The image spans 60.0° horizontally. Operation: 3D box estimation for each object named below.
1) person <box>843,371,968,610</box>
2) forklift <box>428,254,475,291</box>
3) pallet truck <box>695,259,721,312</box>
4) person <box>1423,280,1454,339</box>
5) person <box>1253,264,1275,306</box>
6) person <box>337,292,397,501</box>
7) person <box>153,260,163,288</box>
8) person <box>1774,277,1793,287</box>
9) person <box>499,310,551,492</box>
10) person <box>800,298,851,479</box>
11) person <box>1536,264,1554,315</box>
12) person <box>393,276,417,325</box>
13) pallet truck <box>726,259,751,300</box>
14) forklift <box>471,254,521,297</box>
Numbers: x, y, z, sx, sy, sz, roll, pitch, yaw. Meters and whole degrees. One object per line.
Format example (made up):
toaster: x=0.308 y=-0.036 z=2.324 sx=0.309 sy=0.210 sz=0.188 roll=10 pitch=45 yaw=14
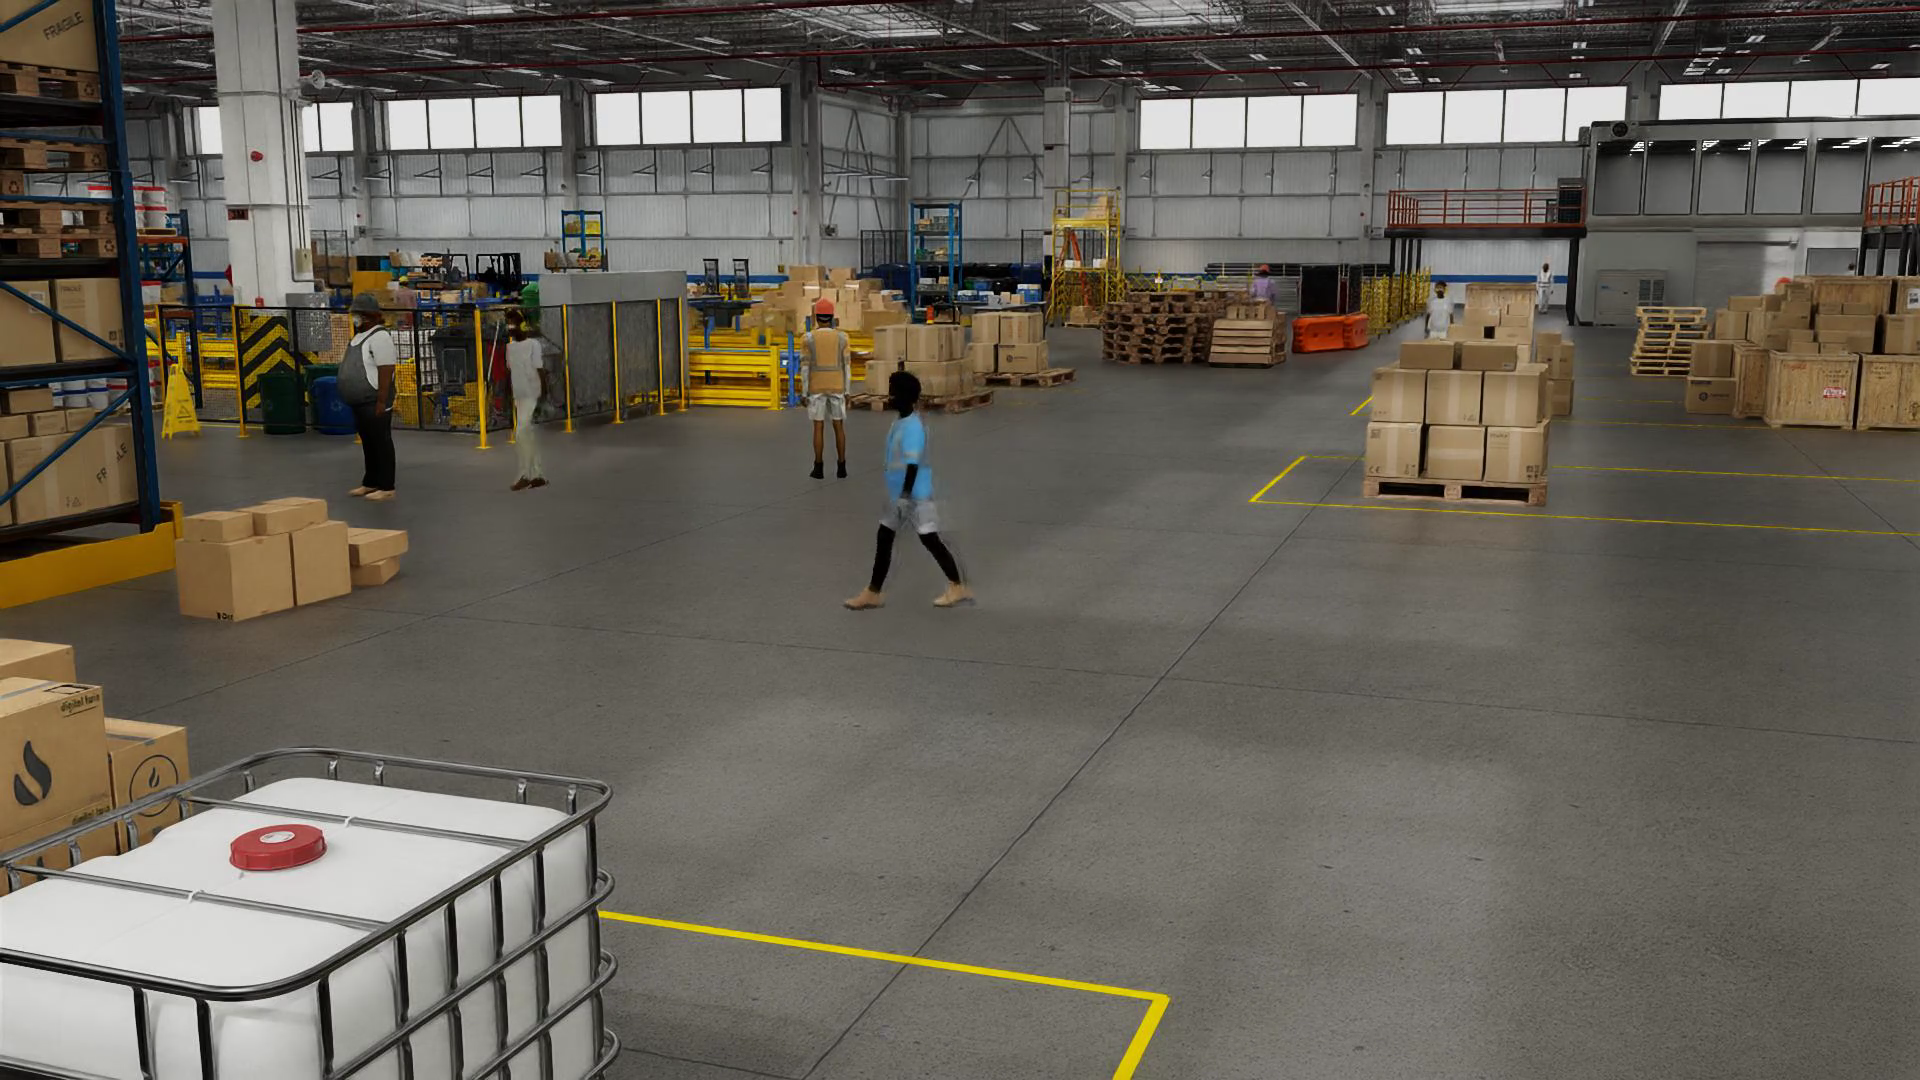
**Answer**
person: x=-0.337 y=-0.330 z=11.392 sx=0.862 sy=1.654 sz=0.543 roll=-3 pitch=11 yaw=-17
forklift: x=-20.133 y=-10.254 z=65.465 sx=1.157 sy=1.987 sz=2.680 roll=3 pitch=11 yaw=19
pallet truck: x=-9.165 y=-9.627 z=62.776 sx=0.823 sy=1.965 sz=1.885 roll=4 pitch=11 yaw=23
person: x=8.723 y=-3.797 z=30.305 sx=0.534 sy=1.868 sz=0.310 roll=4 pitch=11 yaw=19
person: x=7.710 y=-6.013 z=42.353 sx=0.626 sy=2.025 sz=0.632 roll=8 pitch=13 yaw=40
person: x=-5.834 y=-1.405 z=16.349 sx=0.537 sy=2.000 sz=0.682 roll=-8 pitch=13 yaw=-39
person: x=-33.895 y=-10.905 z=70.401 sx=0.373 sy=1.843 sz=0.572 roll=0 pitch=10 yaw=0
person: x=13.176 y=-3.213 z=26.656 sx=0.612 sy=1.997 sz=0.375 roll=-10 pitch=14 yaw=-44
person: x=-4.497 y=-1.406 z=16.898 sx=0.574 sy=1.843 sz=0.696 roll=8 pitch=13 yaw=37
person: x=-1.445 y=-1.623 z=17.864 sx=0.544 sy=1.939 sz=0.372 roll=-2 pitch=10 yaw=-12
person: x=20.922 y=-8.959 z=59.476 sx=0.589 sy=1.847 sz=0.950 roll=4 pitch=11 yaw=21
person: x=-13.163 y=-5.382 z=39.506 sx=0.533 sy=1.772 sz=0.297 roll=-3 pitch=11 yaw=-19
pallet truck: x=-7.986 y=-9.493 z=62.019 sx=0.823 sy=1.965 sz=1.885 roll=3 pitch=11 yaw=17
forklift: x=-17.990 y=-10.121 z=64.684 sx=1.157 sy=1.987 sz=2.680 roll=3 pitch=11 yaw=17
